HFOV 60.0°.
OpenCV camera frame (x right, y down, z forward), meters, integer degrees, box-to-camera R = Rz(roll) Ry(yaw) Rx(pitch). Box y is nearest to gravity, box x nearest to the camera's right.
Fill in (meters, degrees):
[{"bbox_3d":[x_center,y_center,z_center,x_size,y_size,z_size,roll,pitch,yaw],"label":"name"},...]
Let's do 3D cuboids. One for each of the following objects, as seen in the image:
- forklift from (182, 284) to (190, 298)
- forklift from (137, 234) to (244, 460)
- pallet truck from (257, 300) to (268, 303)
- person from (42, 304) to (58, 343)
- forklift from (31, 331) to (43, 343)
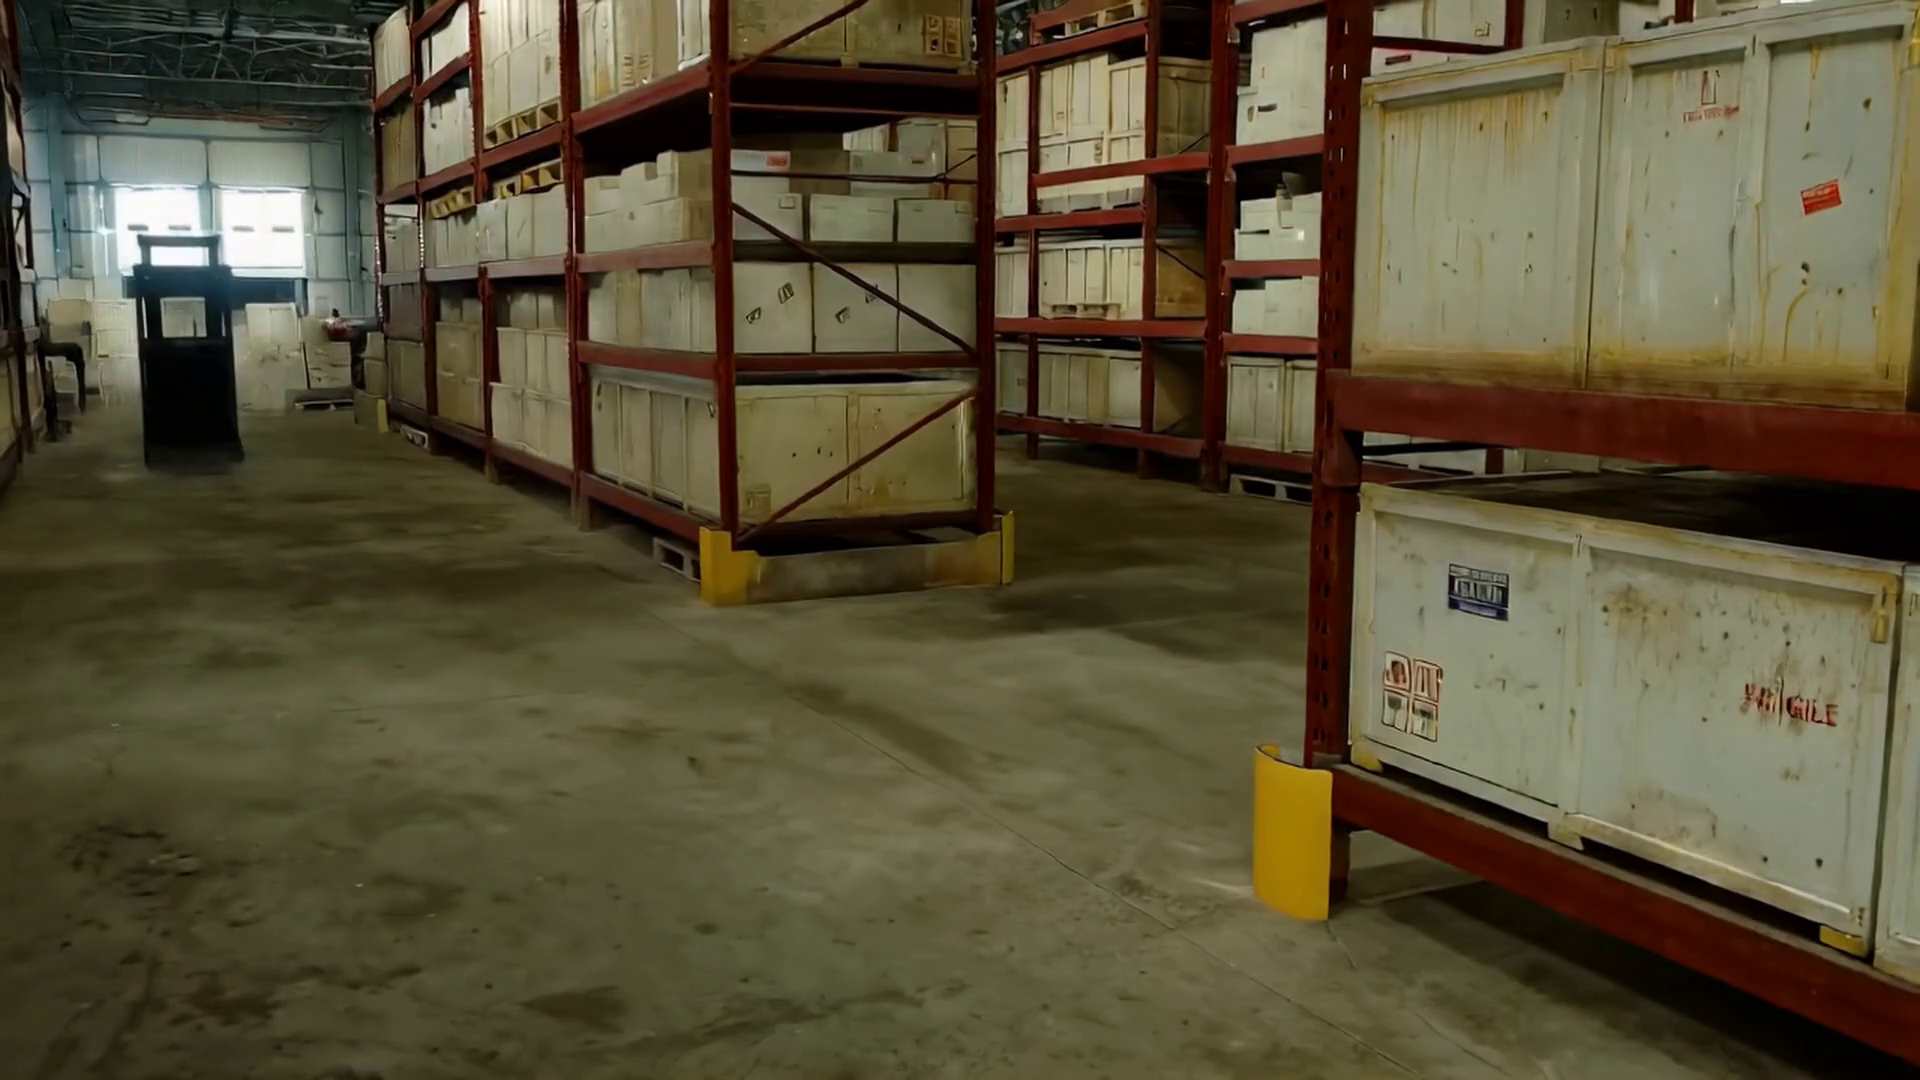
[{"bbox_3d":[-23.512,-6.862,51.410,1.873,2.768,1.129,6,10,35],"label":"forklift"},{"bbox_3d":[-9.908,-2.491,21.266,1.129,2.768,1.873,-4,9,-26],"label":"forklift"},{"bbox_3d":[-23.913,-7.404,58.171,1.885,1.965,0.823,-1,8,-9],"label":"pallet truck"},{"bbox_3d":[-25.420,-5.659,46.563,0.550,1.886,1.035,7,11,40],"label":"person"},{"bbox_3d":[-30.490,-7.251,54.090,1.129,2.768,1.873,-4,9,-26],"label":"forklift"}]
